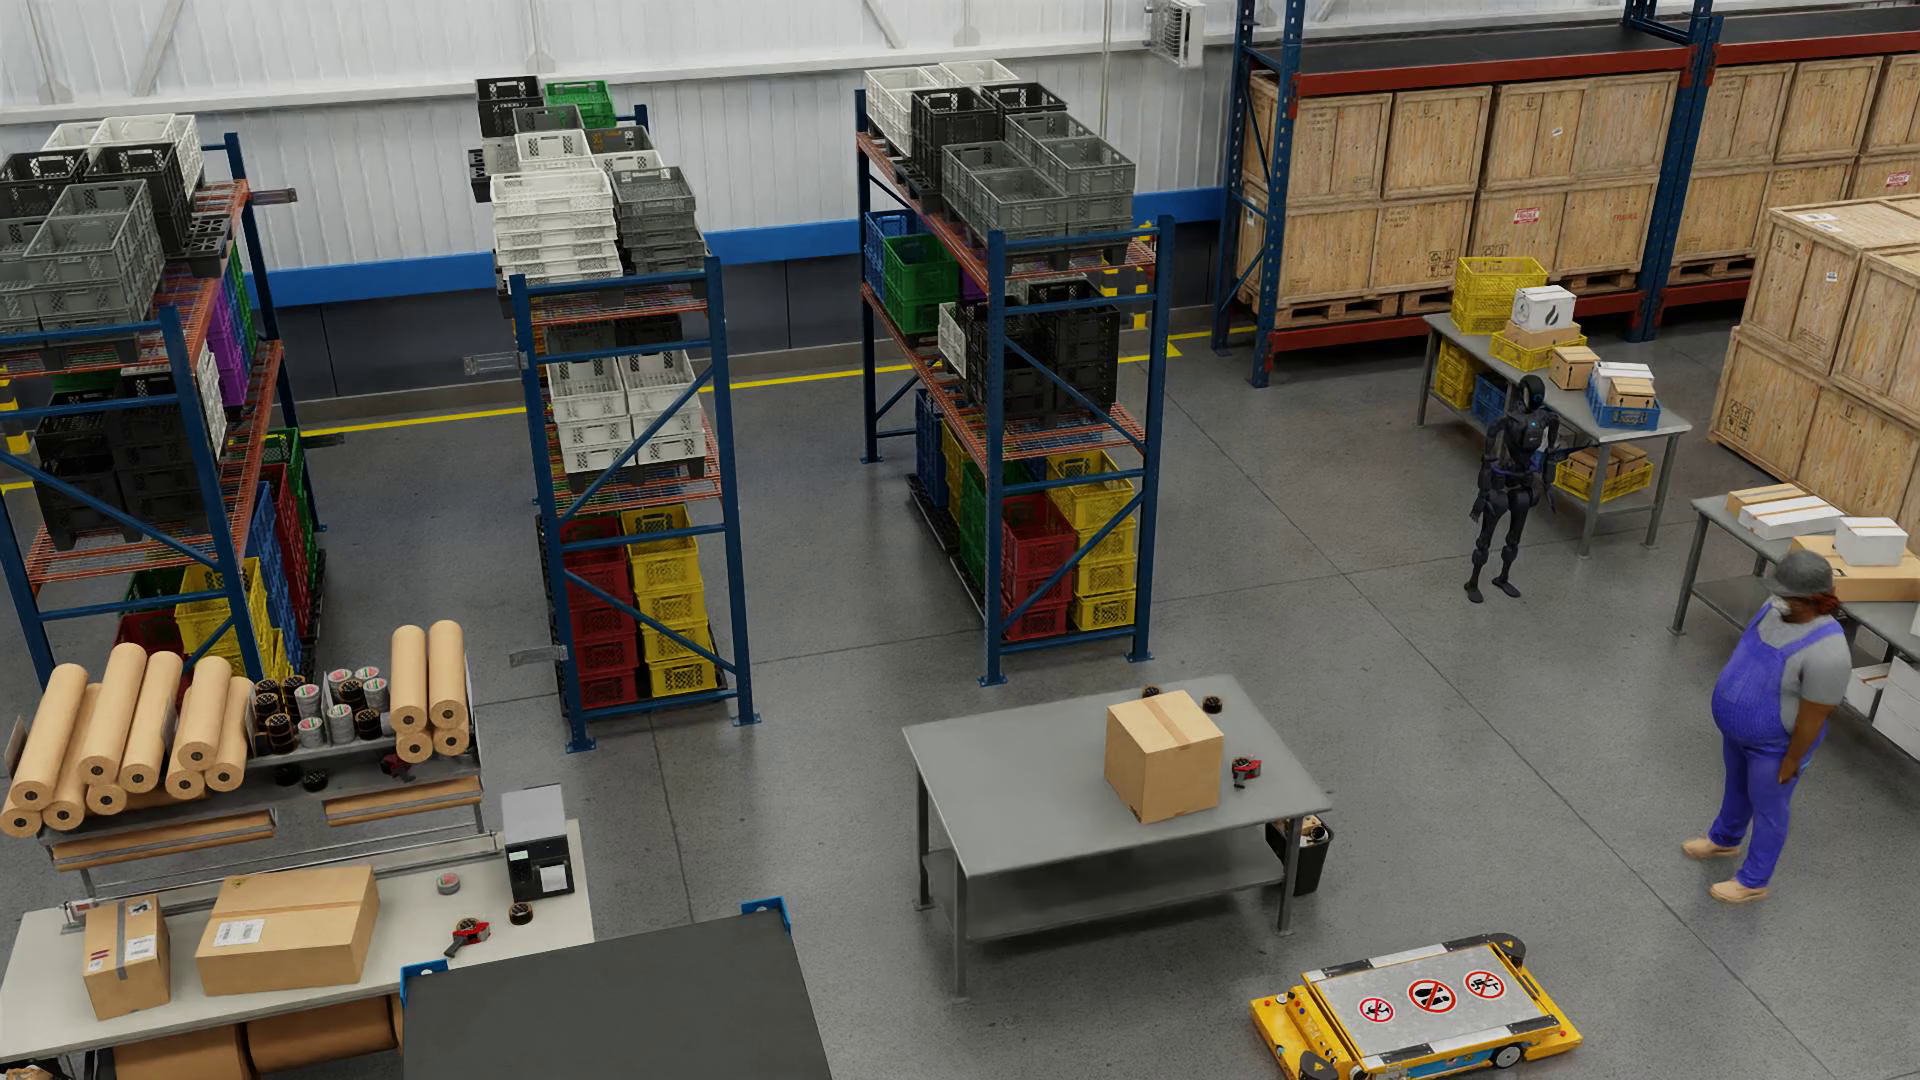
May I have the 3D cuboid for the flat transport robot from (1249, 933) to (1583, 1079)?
[{"bbox_3d":[2.184,2.282,7.980,1.431,0.197,0.652,-8,30,-14],"label":"flat transport robot"}]

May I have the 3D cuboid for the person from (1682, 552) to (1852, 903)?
[{"bbox_3d":[4.159,0.941,8.613,0.535,2.000,0.678,-1,29,-2],"label":"person"}]

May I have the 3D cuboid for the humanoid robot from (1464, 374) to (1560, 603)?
[{"bbox_3d":[3.771,-0.347,11.316,0.596,1.657,0.326,-7,30,-12],"label":"humanoid robot"}]
